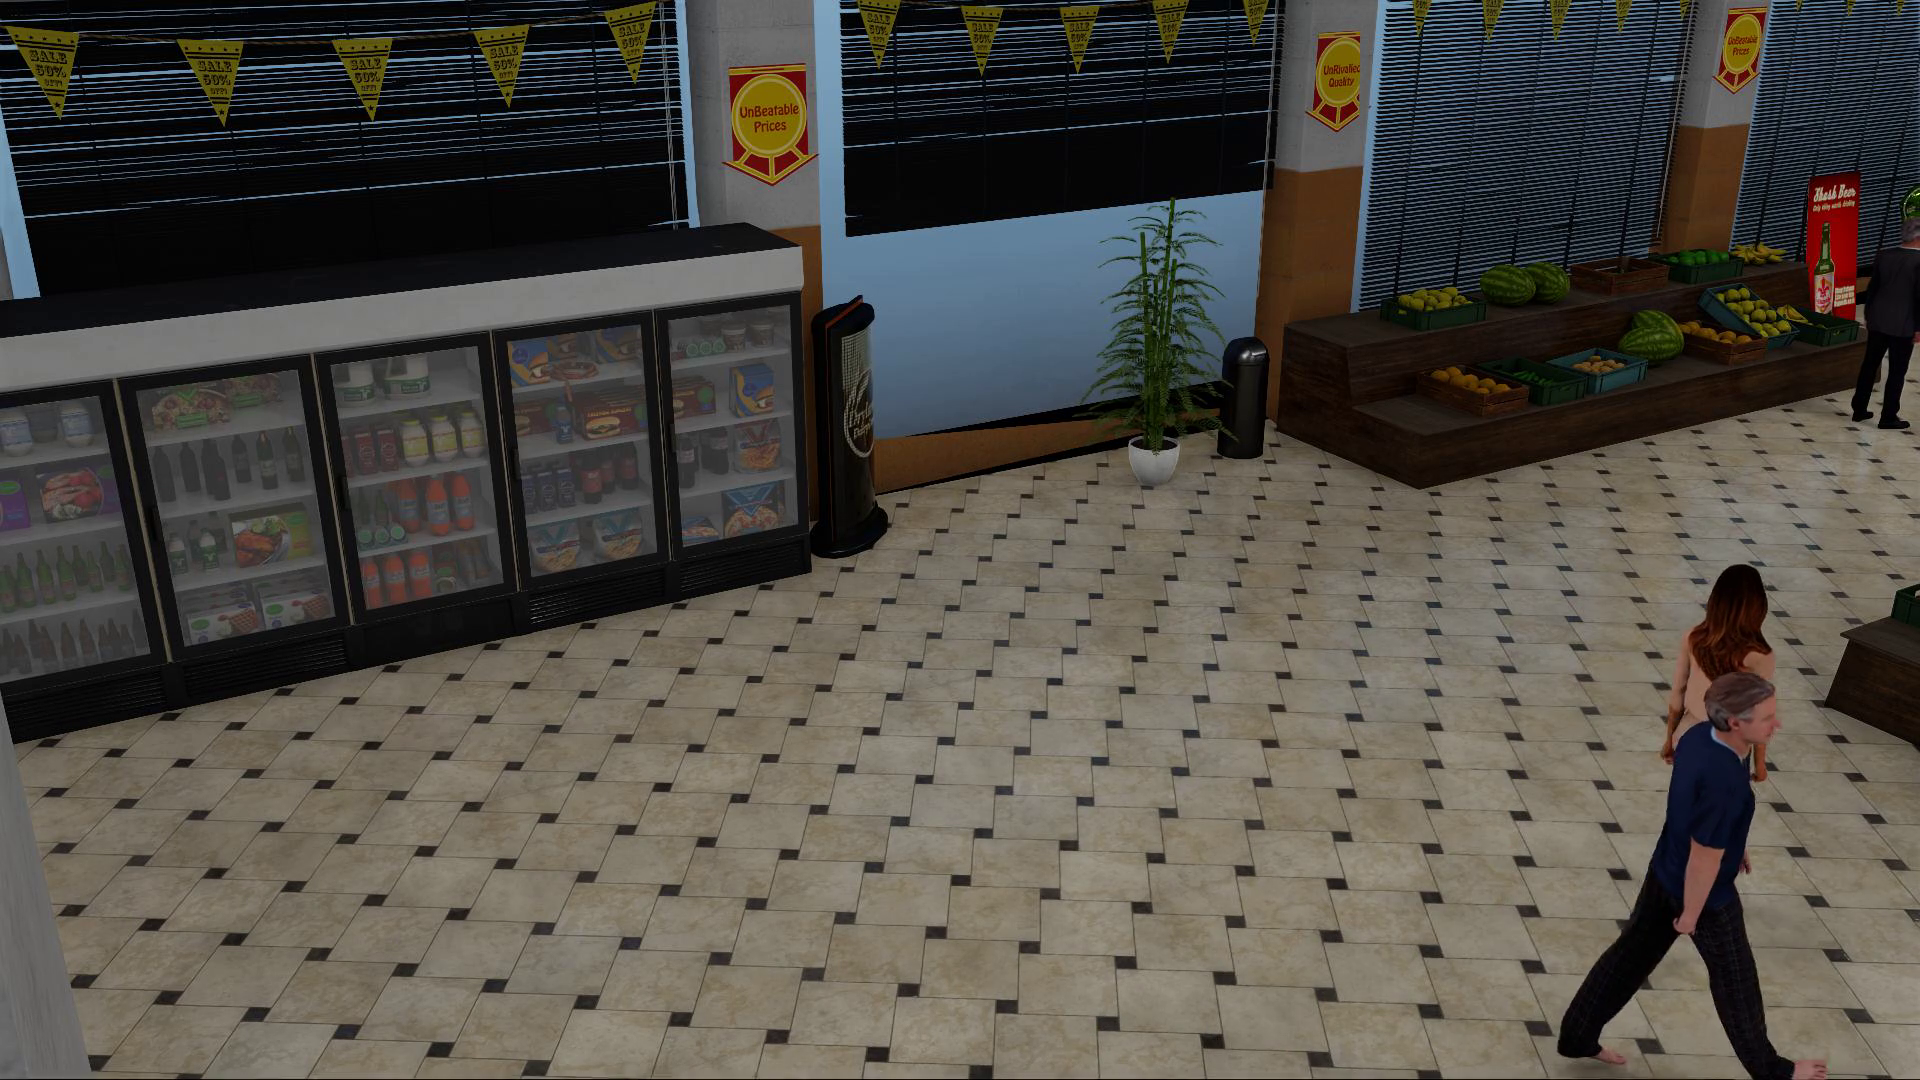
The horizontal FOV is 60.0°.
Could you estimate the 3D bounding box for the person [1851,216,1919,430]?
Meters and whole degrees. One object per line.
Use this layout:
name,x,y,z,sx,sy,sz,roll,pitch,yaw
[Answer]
person,8.114,-1.897,14.437,0.618,1.842,0.727,-10,24,-23

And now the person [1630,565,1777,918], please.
person,3.300,0.985,7.368,1.074,1.764,0.620,-14,26,-32

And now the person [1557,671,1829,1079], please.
person,2.721,1.342,6.413,1.296,1.814,1.144,2,22,6
